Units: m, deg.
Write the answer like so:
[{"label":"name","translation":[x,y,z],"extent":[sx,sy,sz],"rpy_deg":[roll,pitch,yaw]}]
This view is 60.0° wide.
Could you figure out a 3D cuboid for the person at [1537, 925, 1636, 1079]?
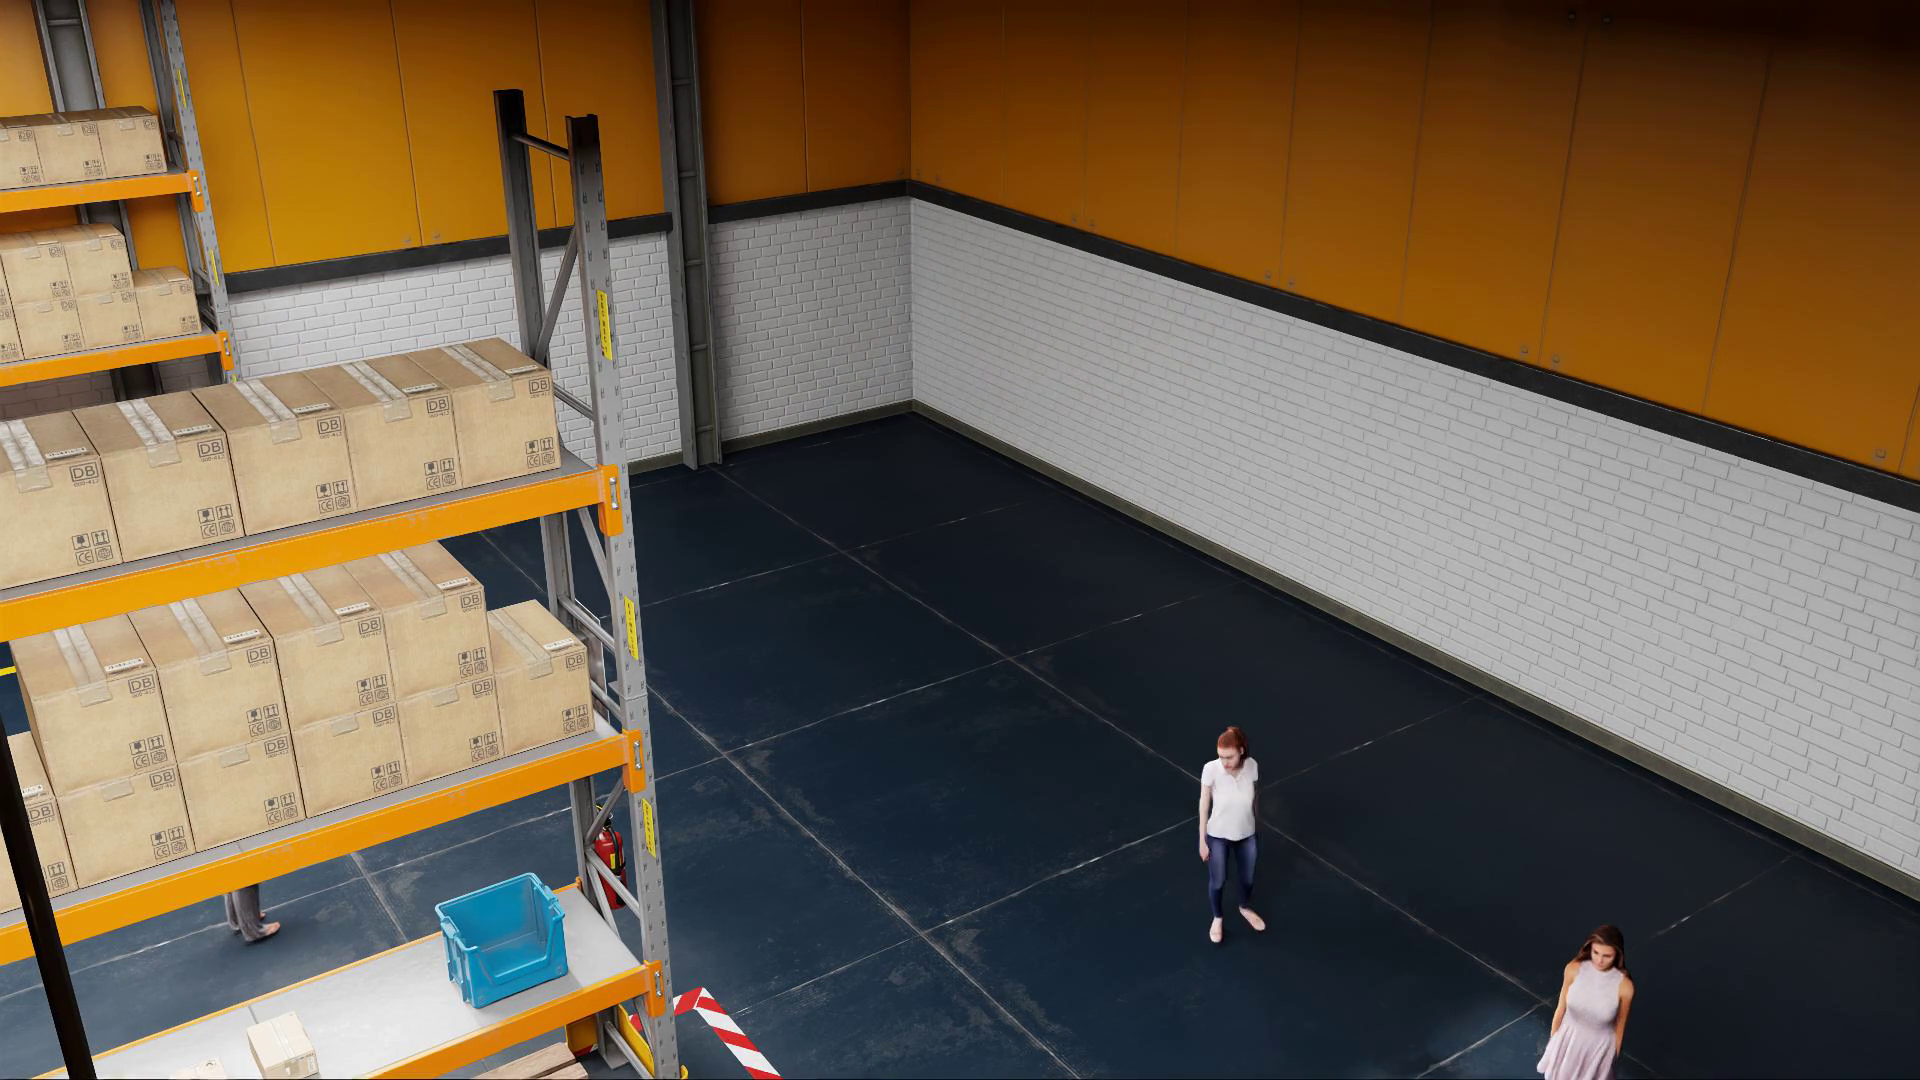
[{"label":"person","translation":[3.542,2.859,9.386],"extent":[0.726,1.752,0.926],"rpy_deg":[16,29,33]}]

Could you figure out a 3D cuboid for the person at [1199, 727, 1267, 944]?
[{"label":"person","translation":[1.860,1.994,11.409],"extent":[0.765,1.716,0.885],"rpy_deg":[-9,25,-20]}]
